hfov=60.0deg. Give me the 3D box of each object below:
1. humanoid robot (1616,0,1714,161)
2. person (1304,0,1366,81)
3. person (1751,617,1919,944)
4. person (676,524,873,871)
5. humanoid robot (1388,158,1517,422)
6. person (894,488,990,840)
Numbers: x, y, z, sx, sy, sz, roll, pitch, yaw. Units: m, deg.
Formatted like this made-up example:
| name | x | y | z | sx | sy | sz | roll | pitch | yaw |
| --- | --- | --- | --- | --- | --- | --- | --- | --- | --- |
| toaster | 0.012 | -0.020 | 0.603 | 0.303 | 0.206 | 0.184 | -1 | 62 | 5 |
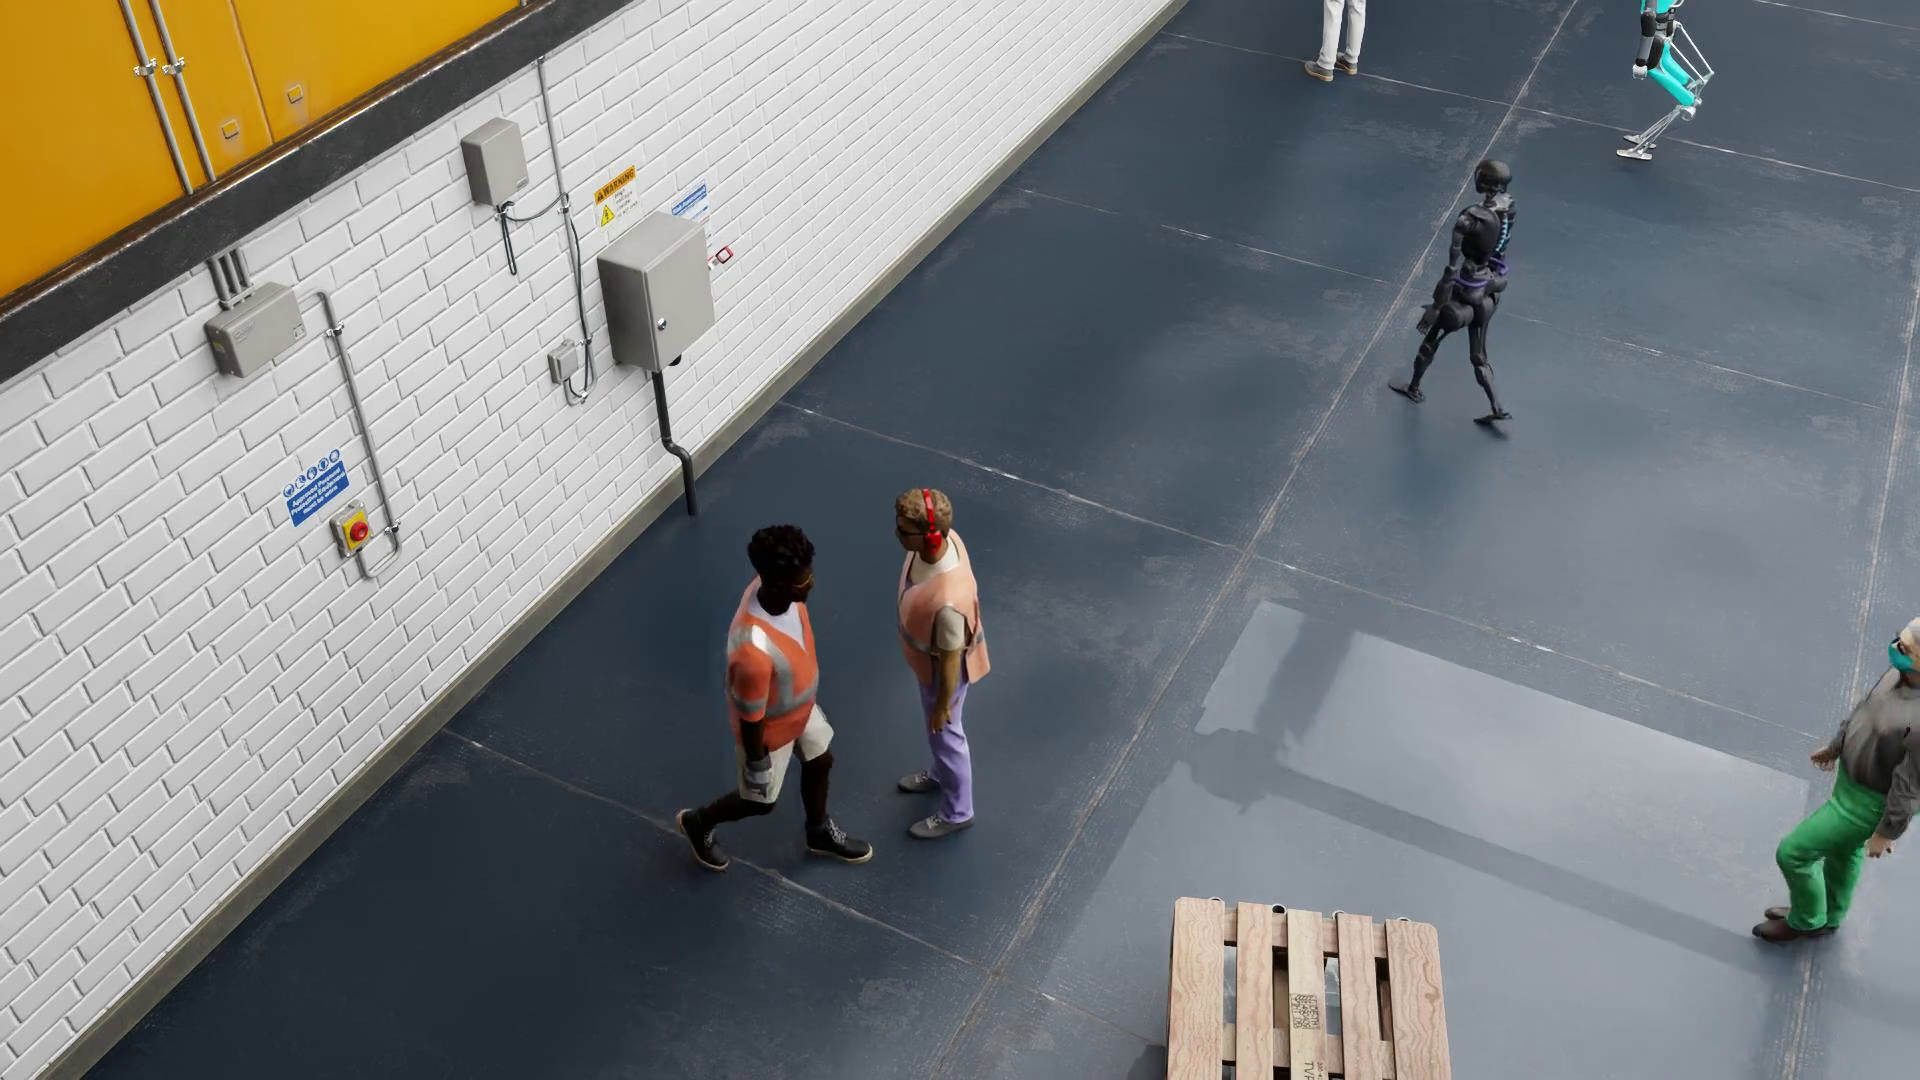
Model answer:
| name | x | y | z | sx | sy | sz | roll | pitch | yaw |
| --- | --- | --- | --- | --- | --- | --- | --- | --- | --- |
| humanoid robot | 5.020 | -3.441 | 11.601 | 0.735 | 1.677 | 0.533 | 23 | 46 | 25 |
| person | 2.986 | -4.476 | 12.791 | 0.581 | 1.882 | 0.337 | -18 | 44 | -20 |
| person | 3.531 | 0.945 | 6.547 | 0.505 | 1.823 | 0.527 | 12 | 42 | 13 |
| person | -0.828 | 0.683 | 6.771 | 0.816 | 1.929 | 0.615 | 10 | 42 | 11 |
| humanoid robot | 2.906 | -1.390 | 9.412 | 0.616 | 1.640 | 0.770 | -28 | 48 | -29 |
| person | -0.079 | 0.518 | 7.040 | 0.388 | 1.840 | 0.562 | -7 | 41 | -8 |
